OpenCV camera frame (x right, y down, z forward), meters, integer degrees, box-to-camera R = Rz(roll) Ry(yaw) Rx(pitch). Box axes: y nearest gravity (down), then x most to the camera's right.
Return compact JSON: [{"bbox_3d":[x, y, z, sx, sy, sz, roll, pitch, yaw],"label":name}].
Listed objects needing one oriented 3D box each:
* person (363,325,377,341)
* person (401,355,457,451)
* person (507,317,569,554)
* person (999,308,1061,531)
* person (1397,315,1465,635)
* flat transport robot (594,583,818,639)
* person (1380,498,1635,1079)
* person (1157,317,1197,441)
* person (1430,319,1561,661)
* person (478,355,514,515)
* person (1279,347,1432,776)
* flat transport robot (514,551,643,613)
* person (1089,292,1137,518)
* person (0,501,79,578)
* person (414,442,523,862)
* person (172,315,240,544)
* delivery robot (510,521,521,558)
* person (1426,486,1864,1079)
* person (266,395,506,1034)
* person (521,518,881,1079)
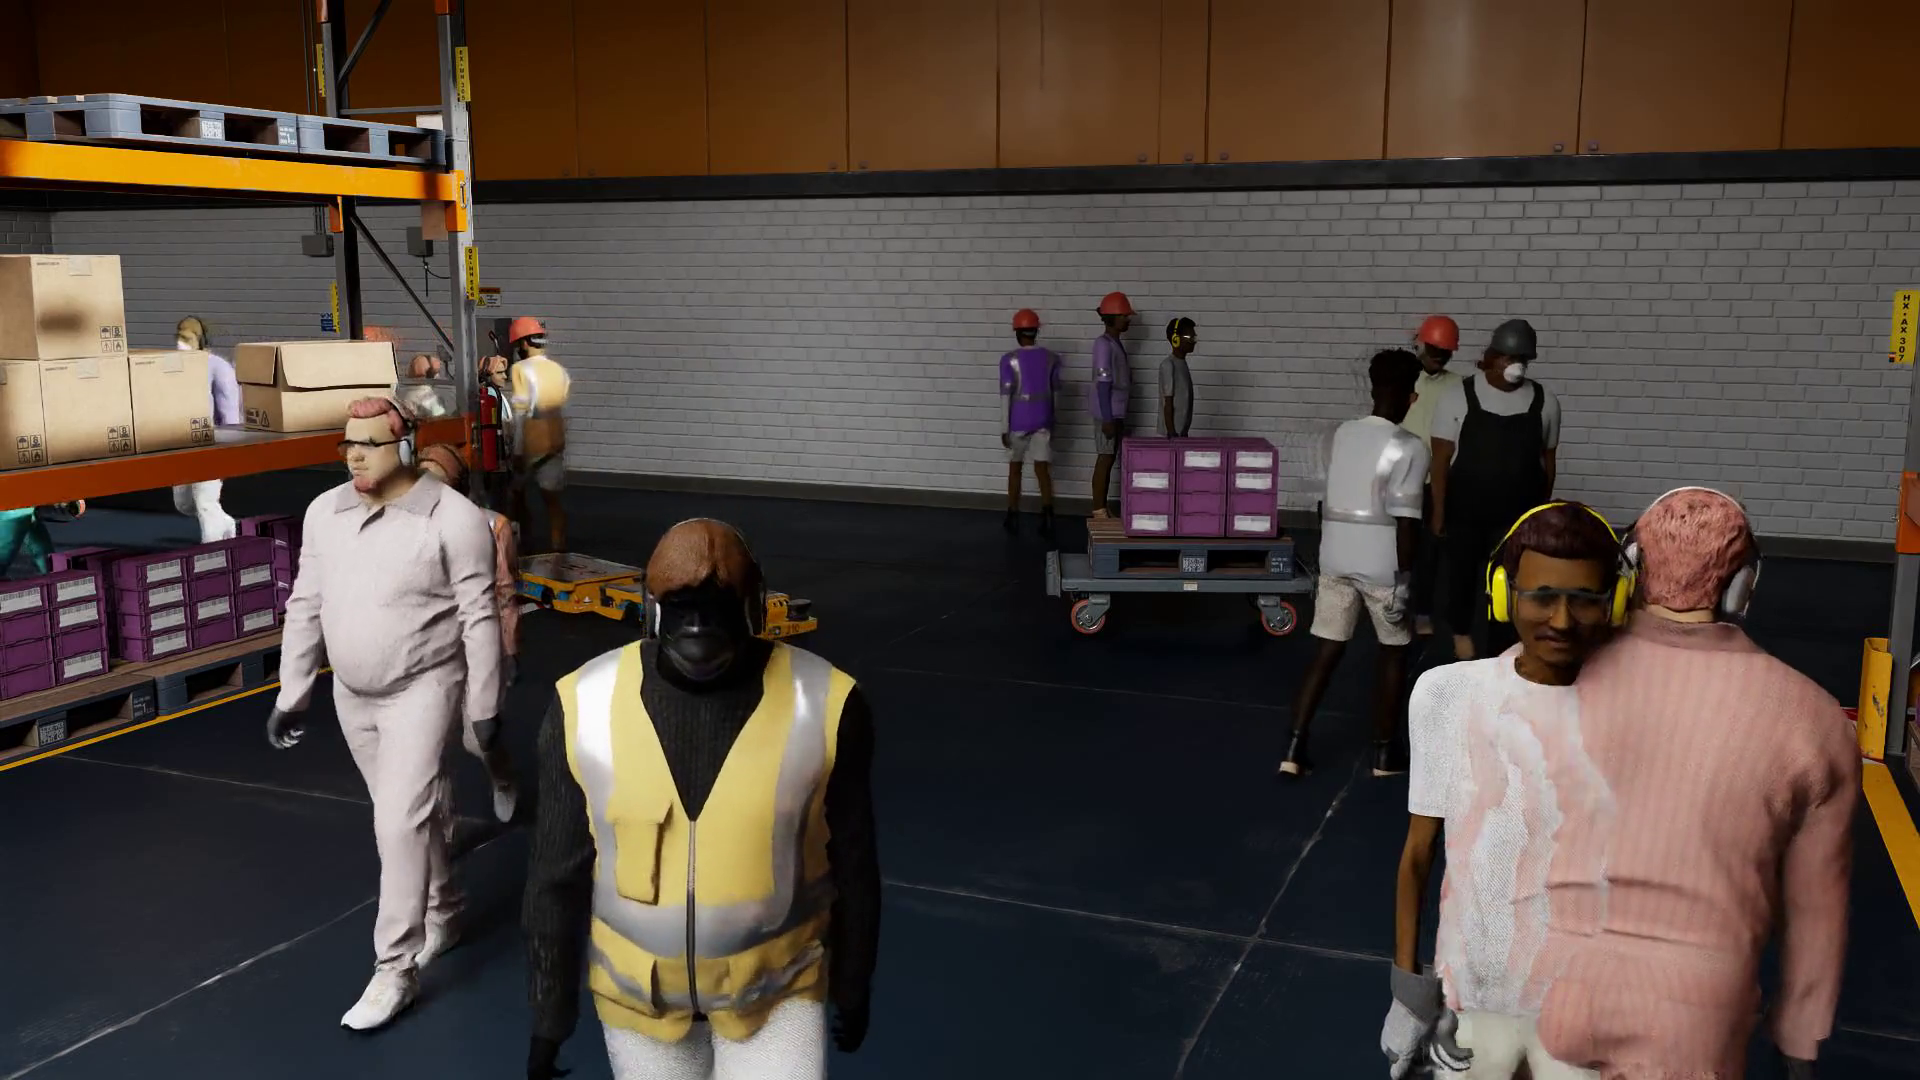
[{"bbox_3d":[-4.219,-0.647,12.153,0.894,1.858,0.585,-6,11,-31],"label":"person"},{"bbox_3d":[-3.778,-0.534,12.154,0.663,1.621,0.530,-8,12,-41],"label":"person"},{"bbox_3d":[-3.103,-0.675,12.192,0.593,1.885,0.599,6,11,34],"label":"person"},{"bbox_3d":[0.594,-1.006,14.127,0.562,1.919,0.655,-3,10,-16],"label":"person"},{"bbox_3d":[2.849,-0.398,10.277,0.638,1.968,0.590,0,9,2],"label":"person"},{"bbox_3d":[-1.613,0.422,10.435,1.431,0.197,0.652,9,13,43],"label":"flat transport robot"},{"bbox_3d":[1.029,0.850,3.018,0.510,1.870,0.328,2,10,13],"label":"person"},{"bbox_3d":[1.716,-0.807,13.047,0.326,1.871,0.520,3,10,18],"label":"person"},{"bbox_3d":[2.941,-0.256,9.196,0.689,2.000,0.991,2,10,11],"label":"person"},{"bbox_3d":[-3.324,-0.493,11.836,0.314,1.641,0.515,1,9,6],"label":"person"},{"bbox_3d":[1.732,0.129,7.346,0.758,1.936,0.625,-7,12,-37],"label":"person"},{"bbox_3d":[-2.702,0.270,11.356,0.652,0.197,1.431,-9,13,-43],"label":"flat transport robot"},{"bbox_3d":[1.303,-1.082,14.185,0.381,2.045,0.605,2,10,13],"label":"person"},{"bbox_3d":[-5.683,-0.253,10.163,0.526,1.712,0.946,9,13,44],"label":"person"},{"bbox_3d":[-1.915,0.425,6.335,0.530,1.618,0.552,0,9,1],"label":"person"},{"bbox_3d":[-5.388,-0.650,11.932,0.640,1.926,0.647,5,11,27],"label":"person"},{"bbox_3d":[-3.535,-0.038,12.082,0.707,0.478,0.477,6,11,31],"label":"delivery robot"},{"bbox_3d":[1.245,0.837,3.080,0.690,1.874,0.600,4,10,24],"label":"person"},{"bbox_3d":[-1.805,0.508,5.078,0.651,1.875,0.868,4,10,23],"label":"person"},{"bbox_3d":[-0.475,0.873,3.028,0.645,1.815,0.787,0,9,1],"label":"person"}]
